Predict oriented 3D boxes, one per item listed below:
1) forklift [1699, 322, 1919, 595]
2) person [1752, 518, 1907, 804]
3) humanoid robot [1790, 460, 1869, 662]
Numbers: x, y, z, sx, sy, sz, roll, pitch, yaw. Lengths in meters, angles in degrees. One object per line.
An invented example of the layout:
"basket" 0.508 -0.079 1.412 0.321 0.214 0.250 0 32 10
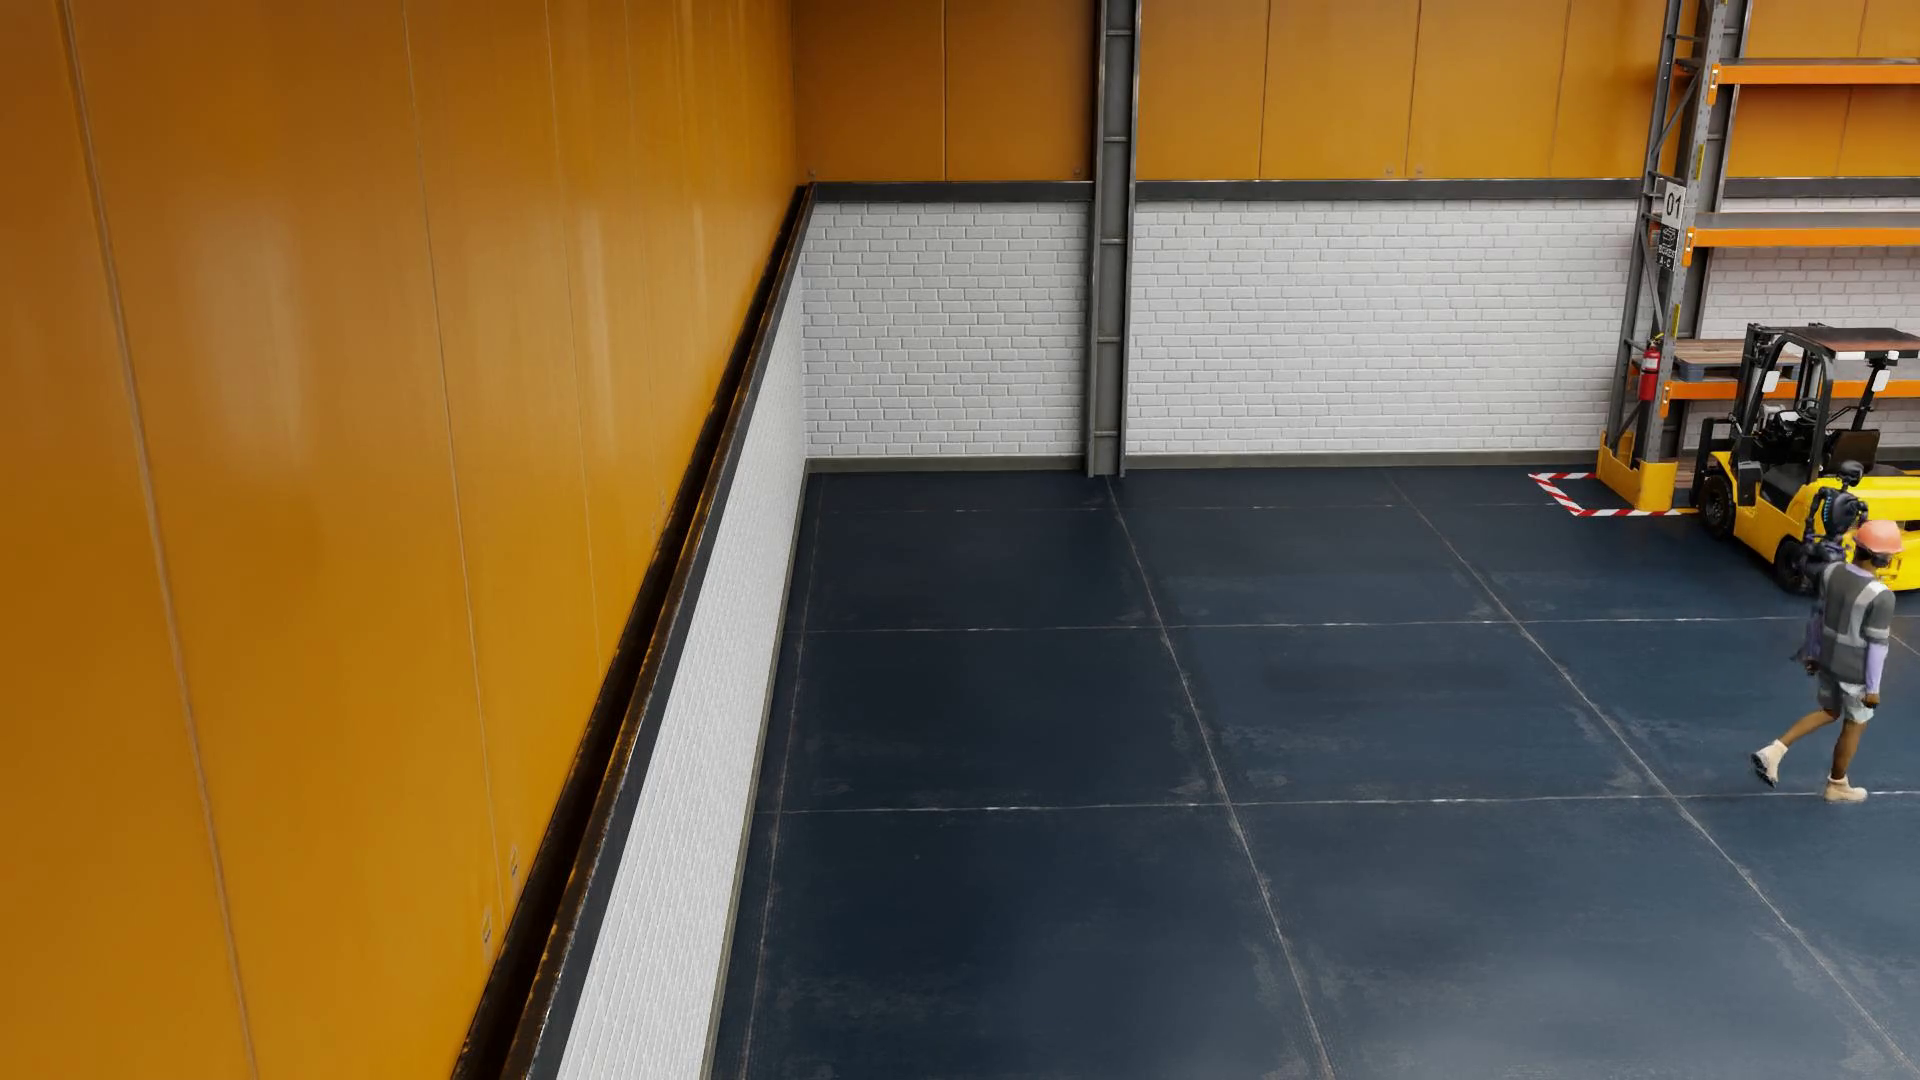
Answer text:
"forklift" 7.809 -0.792 14.926 1.214 2.155 2.313 -1 20 -2
"person" 5.717 0.811 10.831 0.691 2.020 0.610 -3 20 -8
"humanoid robot" 6.891 0.152 13.119 0.567 1.639 0.612 -7 21 -19
